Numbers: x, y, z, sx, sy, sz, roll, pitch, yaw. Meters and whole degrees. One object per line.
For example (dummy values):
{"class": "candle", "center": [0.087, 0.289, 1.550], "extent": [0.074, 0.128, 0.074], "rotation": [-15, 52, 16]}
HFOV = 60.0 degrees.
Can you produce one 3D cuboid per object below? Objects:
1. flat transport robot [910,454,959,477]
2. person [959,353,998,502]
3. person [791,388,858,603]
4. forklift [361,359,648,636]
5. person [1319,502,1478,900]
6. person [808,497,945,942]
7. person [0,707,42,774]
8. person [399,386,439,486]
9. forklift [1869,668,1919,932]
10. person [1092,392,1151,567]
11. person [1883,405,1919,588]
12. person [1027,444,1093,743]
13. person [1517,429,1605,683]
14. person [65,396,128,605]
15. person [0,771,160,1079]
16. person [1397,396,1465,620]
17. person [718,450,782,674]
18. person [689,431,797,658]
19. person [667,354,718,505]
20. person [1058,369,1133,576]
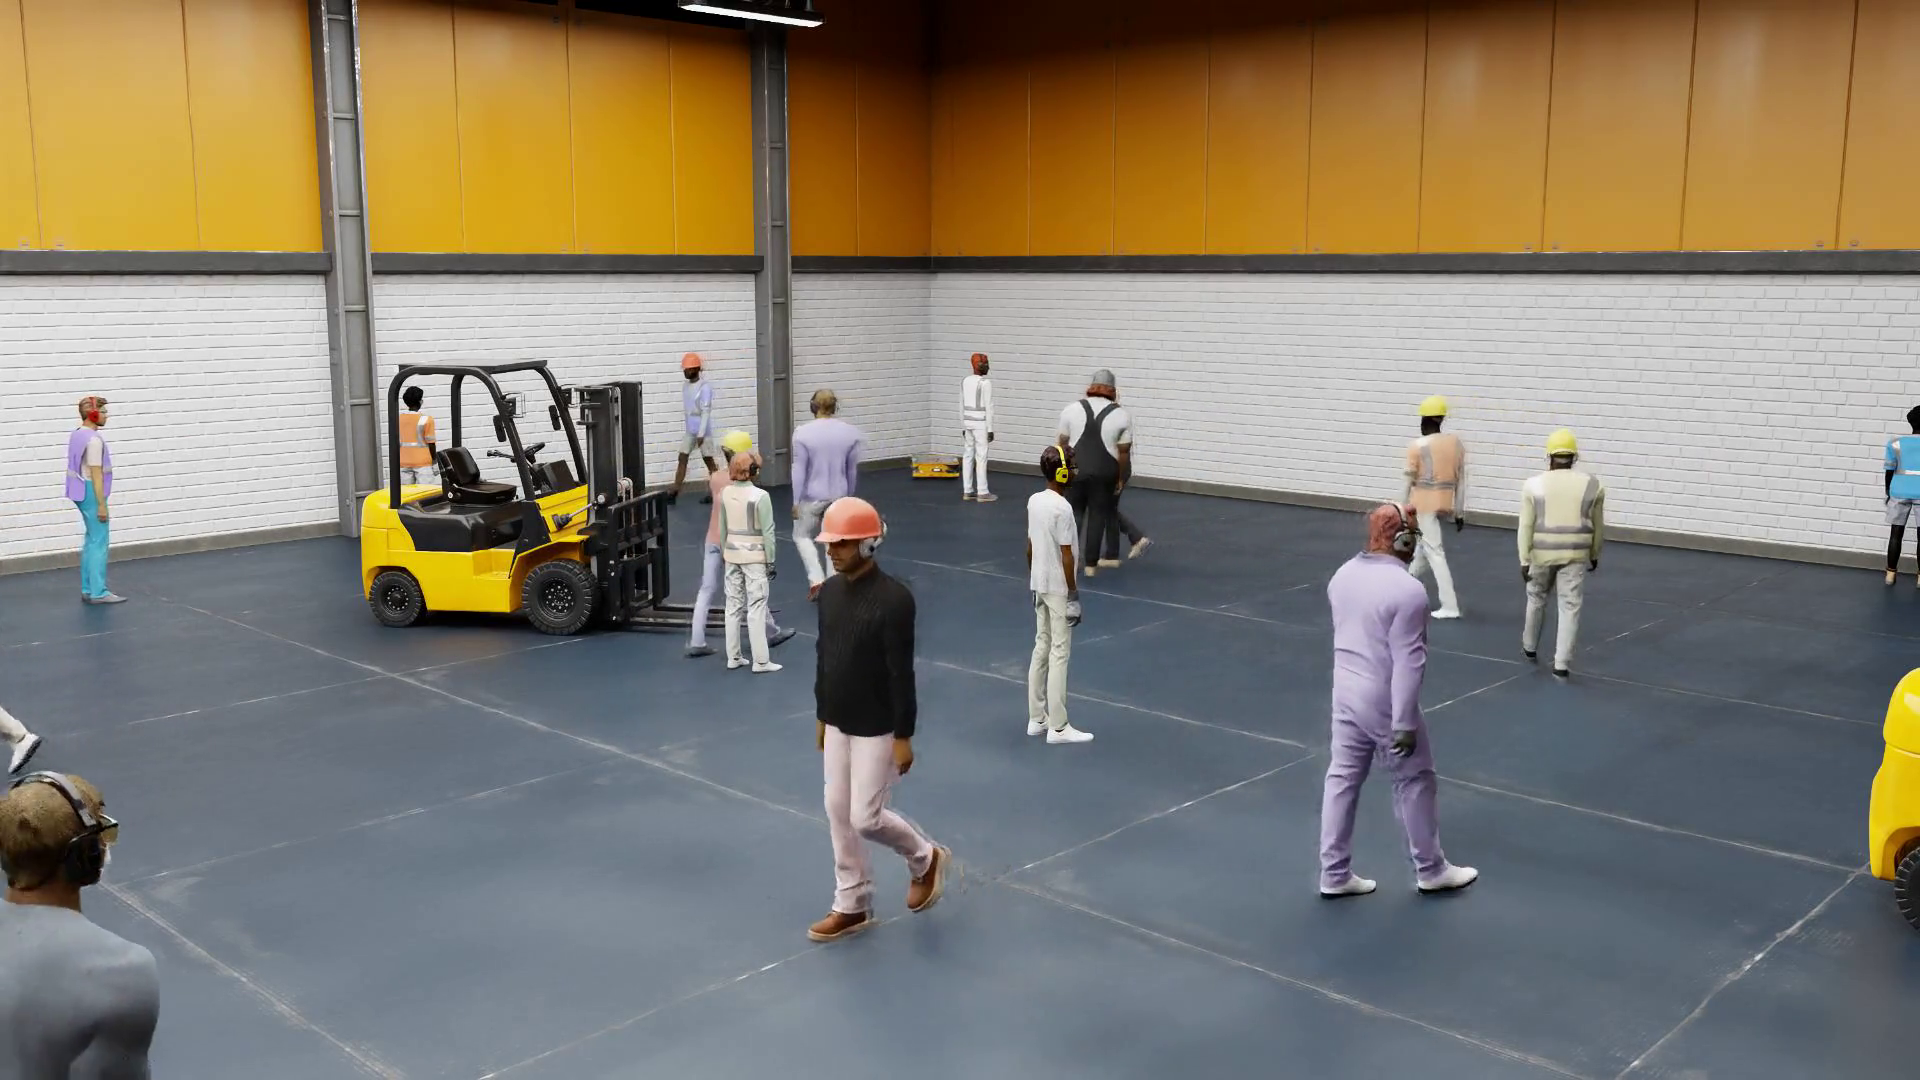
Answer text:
{"class": "flat transport robot", "center": [-0.372, -1.079, 23.942], "extent": [0.652, 0.197, 1.431], "rotation": [-1, 9, -3]}
{"class": "person", "center": [0.223, -1.431, 21.172], "extent": [0.357, 1.881, 0.574], "rotation": [-8, 12, -41]}
{"class": "person", "center": [-1.198, -0.363, 14.502], "extent": [0.651, 1.922, 0.453], "rotation": [-6, 11, -32]}
{"class": "forklift", "center": [-3.850, -0.407, 13.936], "extent": [2.313, 2.155, 1.214], "rotation": [2, 9, 11]}
{"class": "person", "center": [2.070, 0.752, 7.788], "extent": [0.864, 1.872, 0.680], "rotation": [-4, 10, -23]}
{"class": "person", "center": [-0.396, 0.780, 7.327], "extent": [0.574, 1.973, 0.635], "rotation": [-8, 12, -41]}
{"class": "person", "center": [-5.749, 0.609, 9.496], "extent": [0.759, 1.607, 0.525], "rotation": [-3, 10, -17]}
{"class": "person", "center": [-5.882, -0.815, 17.985], "extent": [0.534, 1.694, 0.317], "rotation": [3, 10, 18]}
{"class": "forklift", "center": [5.205, 0.723, 7.013], "extent": [2.313, 2.155, 1.214], "rotation": [9, 13, 43]}
{"class": "person", "center": [1.551, -0.605, 16.326], "extent": [0.530, 1.809, 0.606], "rotation": [1, 9, 7]}
{"class": "person", "center": [8.860, -0.403, 15.448], "extent": [0.532, 1.693, 0.319], "rotation": [7, 12, 38]}
{"class": "person", "center": [0.604, 0.331, 10.401], "extent": [0.328, 1.873, 0.517], "rotation": [-5, 10, -27]}
{"class": "person", "center": [4.360, 0.089, 12.130], "extent": [0.599, 1.788, 0.912], "rotation": [2, 10, 14]}
{"class": "person", "center": [-7.651, -0.341, 14.655], "extent": [0.396, 1.834, 0.564], "rotation": [-7, 12, -38]}
{"class": "person", "center": [-1.975, 1.442, 3.529], "extent": [0.632, 1.909, 0.928], "rotation": [3, 10, 18]}
{"class": "person", "center": [3.982, -0.288, 14.185], "extent": [0.604, 1.871, 0.980], "rotation": [-5, 11, -28]}
{"class": "person", "center": [-1.552, 0.162, 12.155], "extent": [0.513, 1.638, 0.307], "rotation": [6, 11, 34]}
{"class": "person", "center": [-1.705, 0.027, 12.736], "extent": [0.537, 1.719, 0.920], "rotation": [9, 13, 44]}
{"class": "person", "center": [-3.360, -1.354, 20.651], "extent": [0.574, 1.891, 0.949], "rotation": [9, 13, 43]}
{"class": "person", "center": [1.298, -0.672, 16.032], "extent": [0.740, 2.000, 0.562], "rotation": [2, 10, 13]}
